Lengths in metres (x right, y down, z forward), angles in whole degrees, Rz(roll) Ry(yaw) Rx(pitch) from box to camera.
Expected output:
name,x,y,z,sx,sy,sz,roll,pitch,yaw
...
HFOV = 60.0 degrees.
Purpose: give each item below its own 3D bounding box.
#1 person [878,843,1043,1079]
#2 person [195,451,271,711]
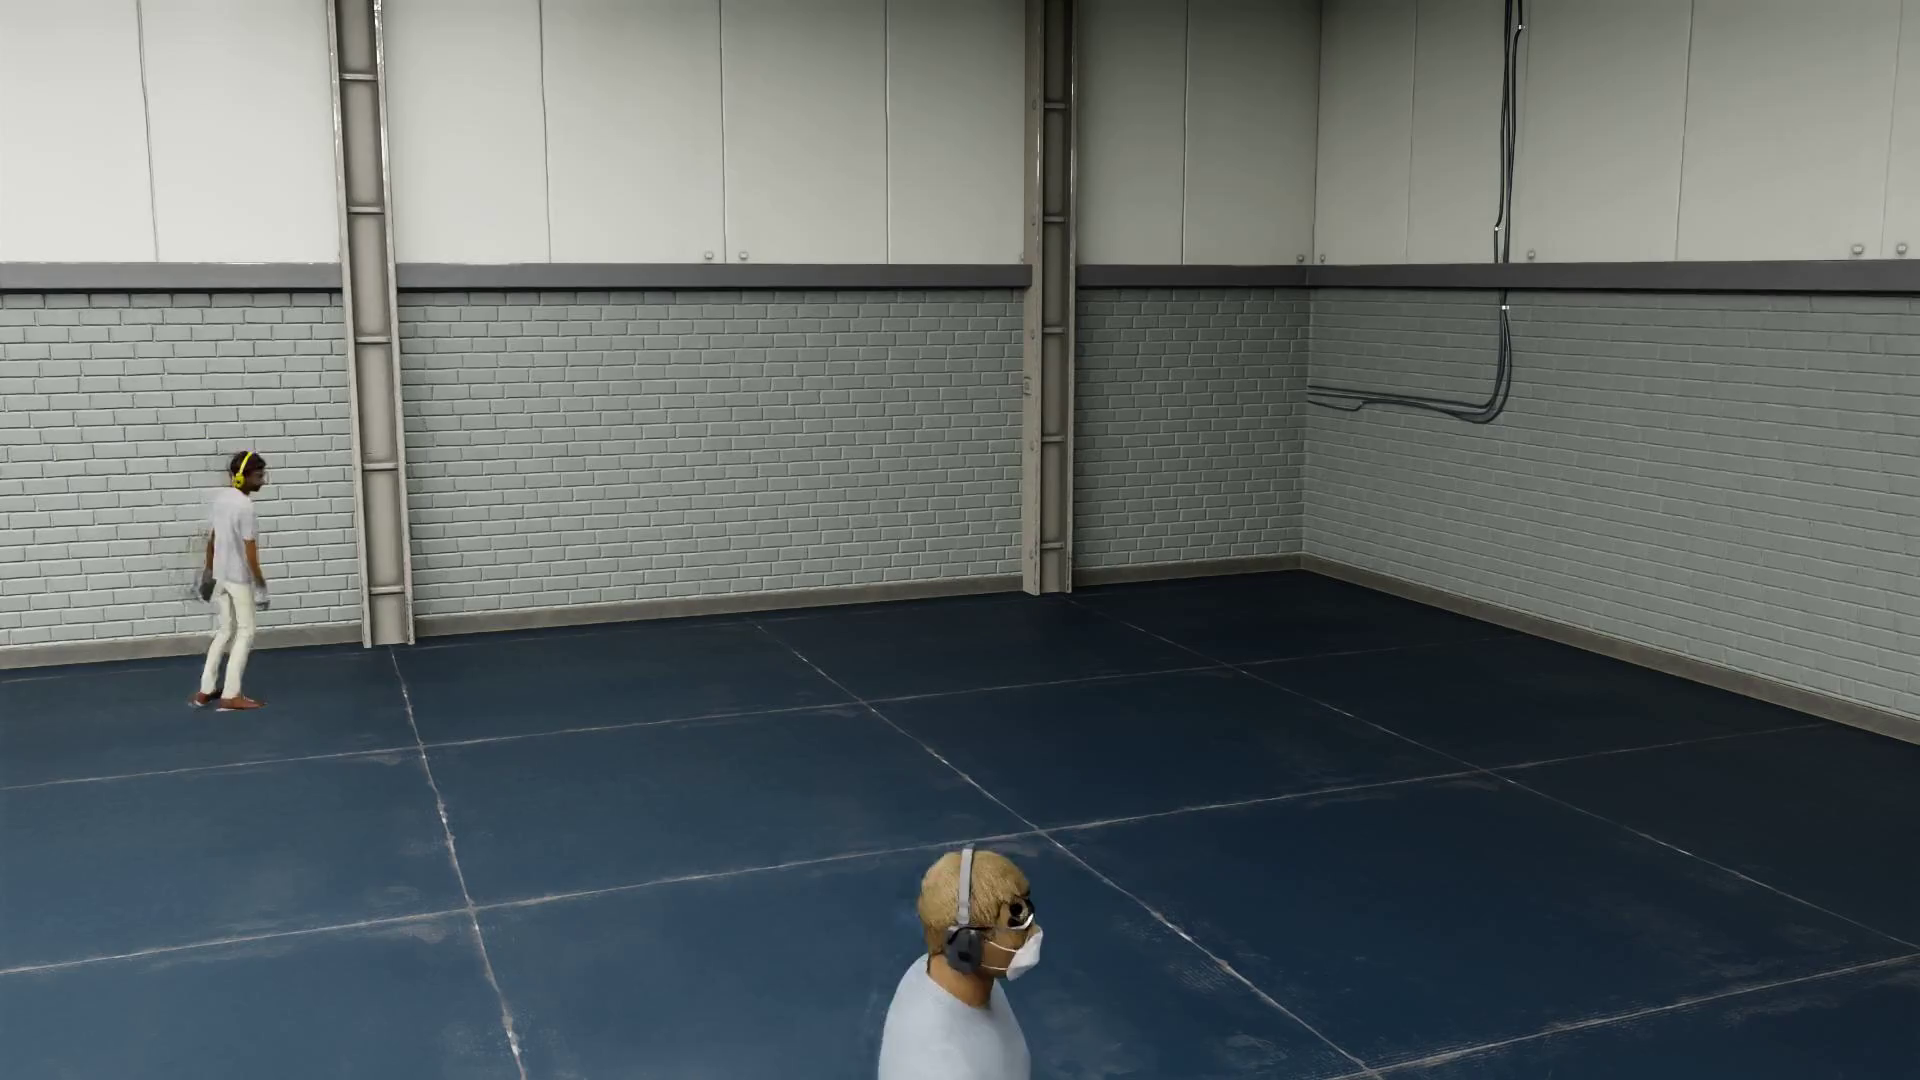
name,x,y,z,sx,sy,sz,roll,pitch,yaw
person,-0.050,1.541,3.499,0.976,1.901,0.639,0,9,1
person,-5.062,0.287,11.581,0.618,1.828,0.467,8,12,41
